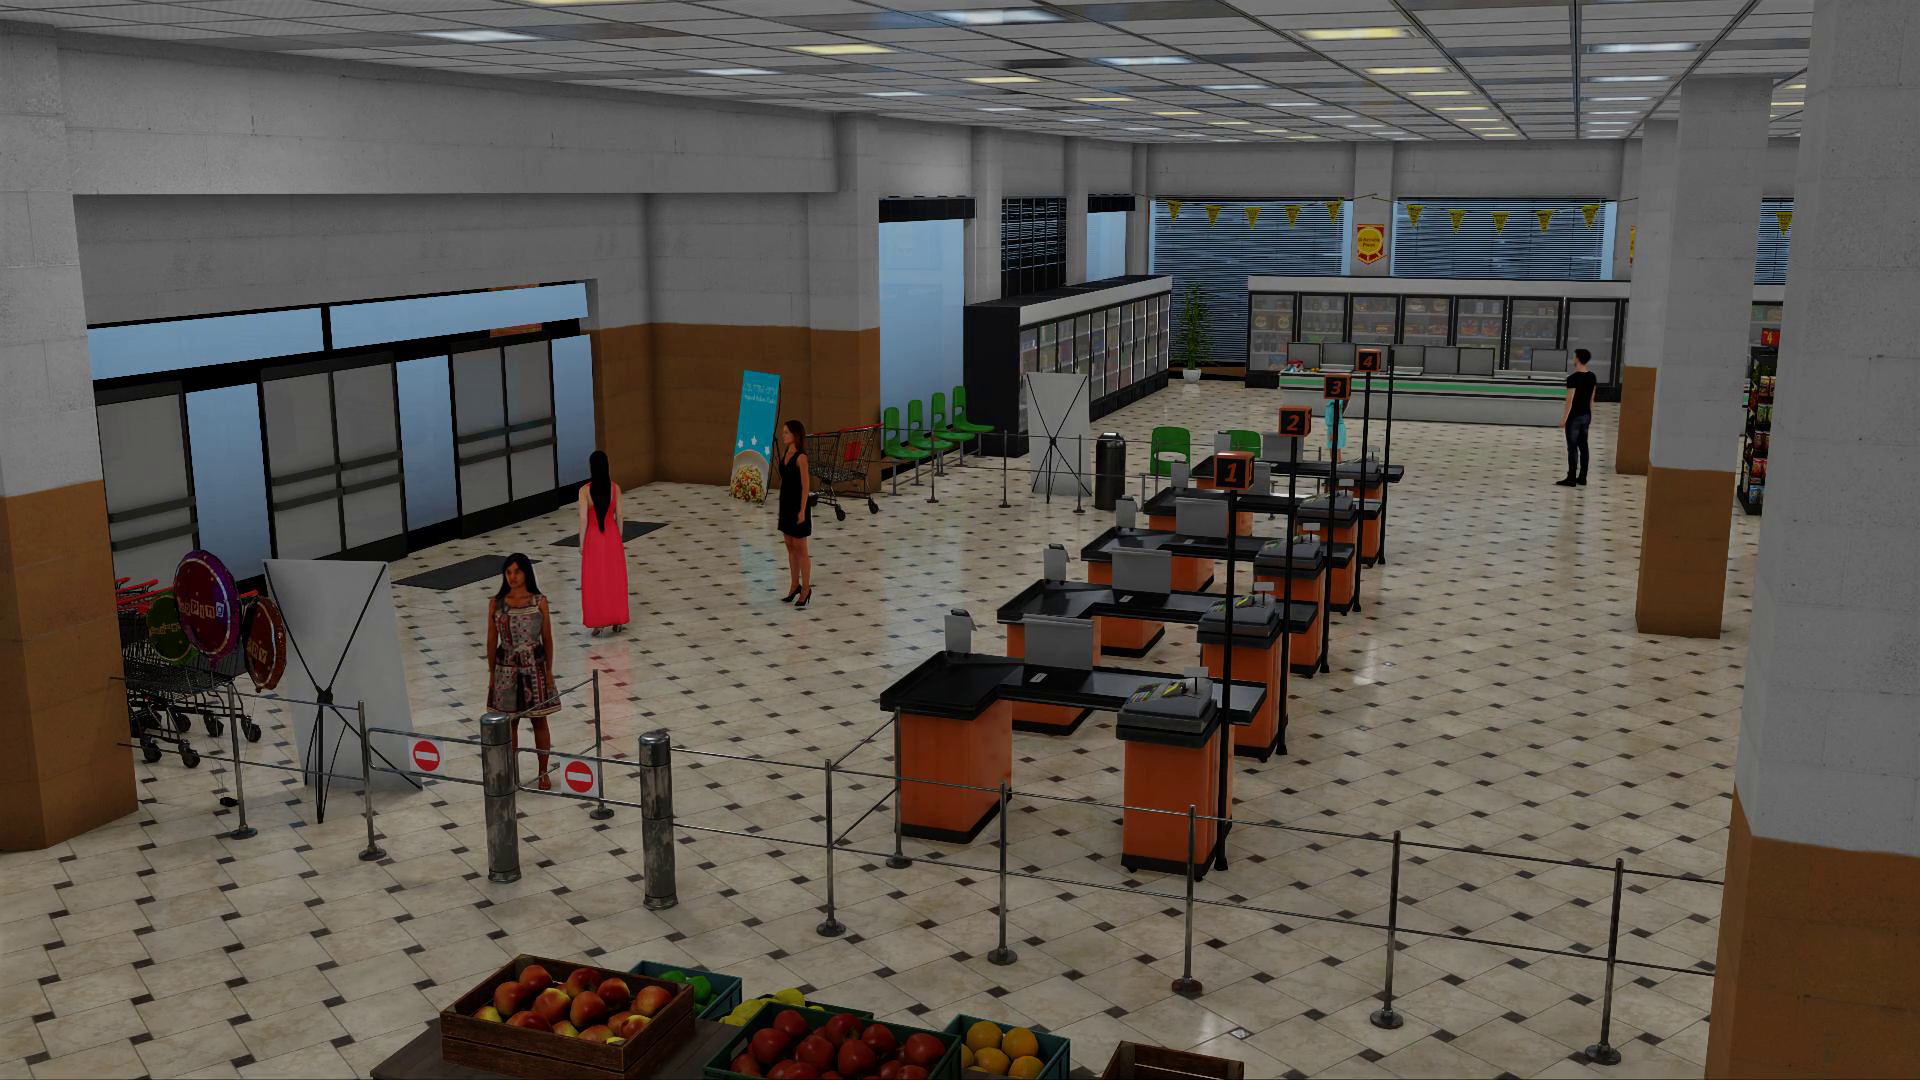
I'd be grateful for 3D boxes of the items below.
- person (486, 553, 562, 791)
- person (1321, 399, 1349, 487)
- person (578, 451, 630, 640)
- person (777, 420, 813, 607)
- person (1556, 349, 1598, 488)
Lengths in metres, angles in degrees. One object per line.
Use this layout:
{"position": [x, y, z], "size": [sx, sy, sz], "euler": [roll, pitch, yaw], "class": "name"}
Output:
{"position": [-2.982, 0.889, 11.329], "size": [0.641, 1.645, 0.785], "euler": [-2, 12, -7], "class": "person"}
{"position": [5.185, -1.510, 22.938], "size": [0.533, 1.558, 0.556], "euler": [5, 13, 24], "class": "person"}
{"position": [-3.269, 0.035, 15.189], "size": [0.715, 1.726, 0.748], "euler": [-8, 14, -34], "class": "person"}
{"position": [-1.624, -0.265, 16.350], "size": [0.722, 1.835, 0.625], "euler": [-9, 15, -37], "class": "person"}
{"position": [8.558, -1.696, 22.997], "size": [0.751, 1.896, 0.806], "euler": [-6, 13, -26], "class": "person"}
